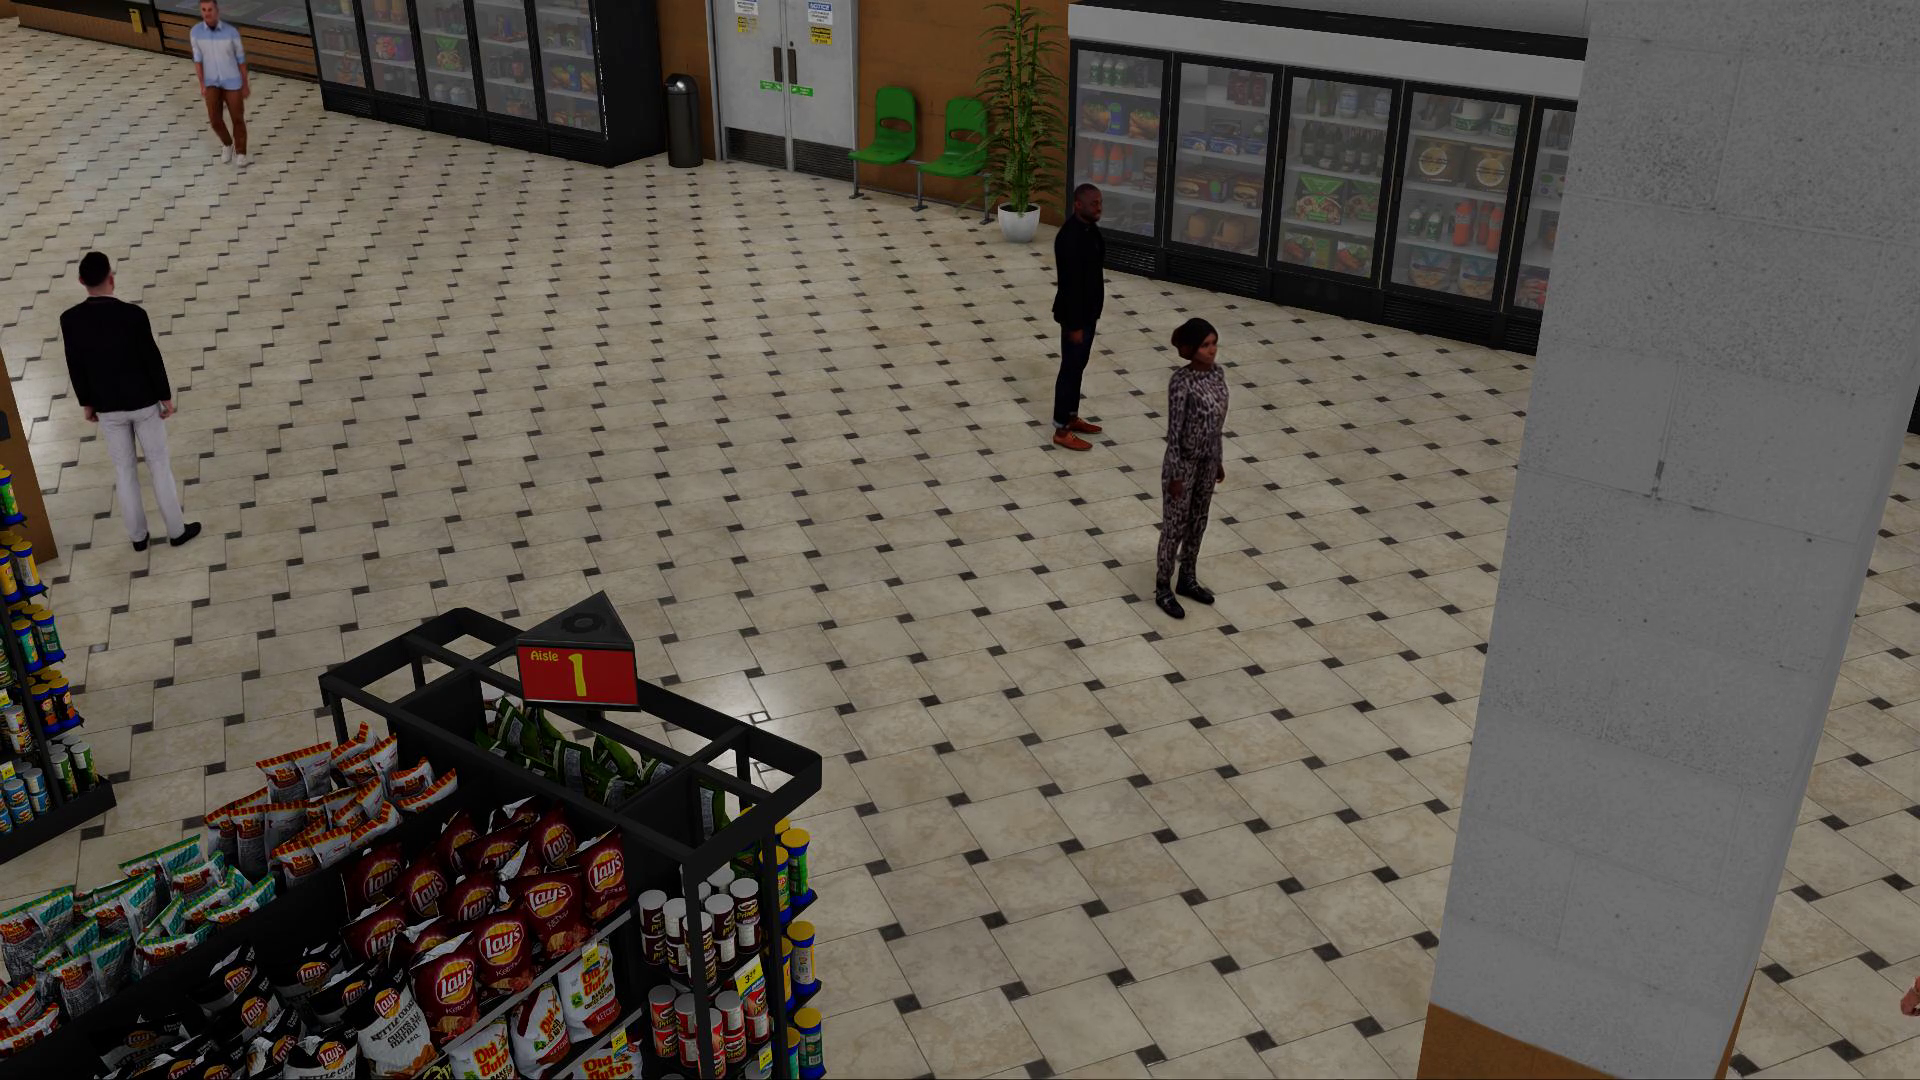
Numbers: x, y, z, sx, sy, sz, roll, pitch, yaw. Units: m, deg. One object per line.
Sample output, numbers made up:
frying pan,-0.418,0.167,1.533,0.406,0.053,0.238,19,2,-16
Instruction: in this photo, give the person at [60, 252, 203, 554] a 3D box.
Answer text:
person,-4.956,-0.807,9.878,0.718,1.841,0.779,-5,27,-9

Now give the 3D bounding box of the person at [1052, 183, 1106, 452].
person,0.796,-1.534,11.337,0.823,1.818,0.653,8,28,16

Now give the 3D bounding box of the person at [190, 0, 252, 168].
person,-8.076,-5.035,18.238,0.806,1.820,0.879,-6,28,-12

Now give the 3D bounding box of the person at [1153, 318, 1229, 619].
person,1.281,-0.407,9.232,0.589,1.713,0.698,-20,33,-34
